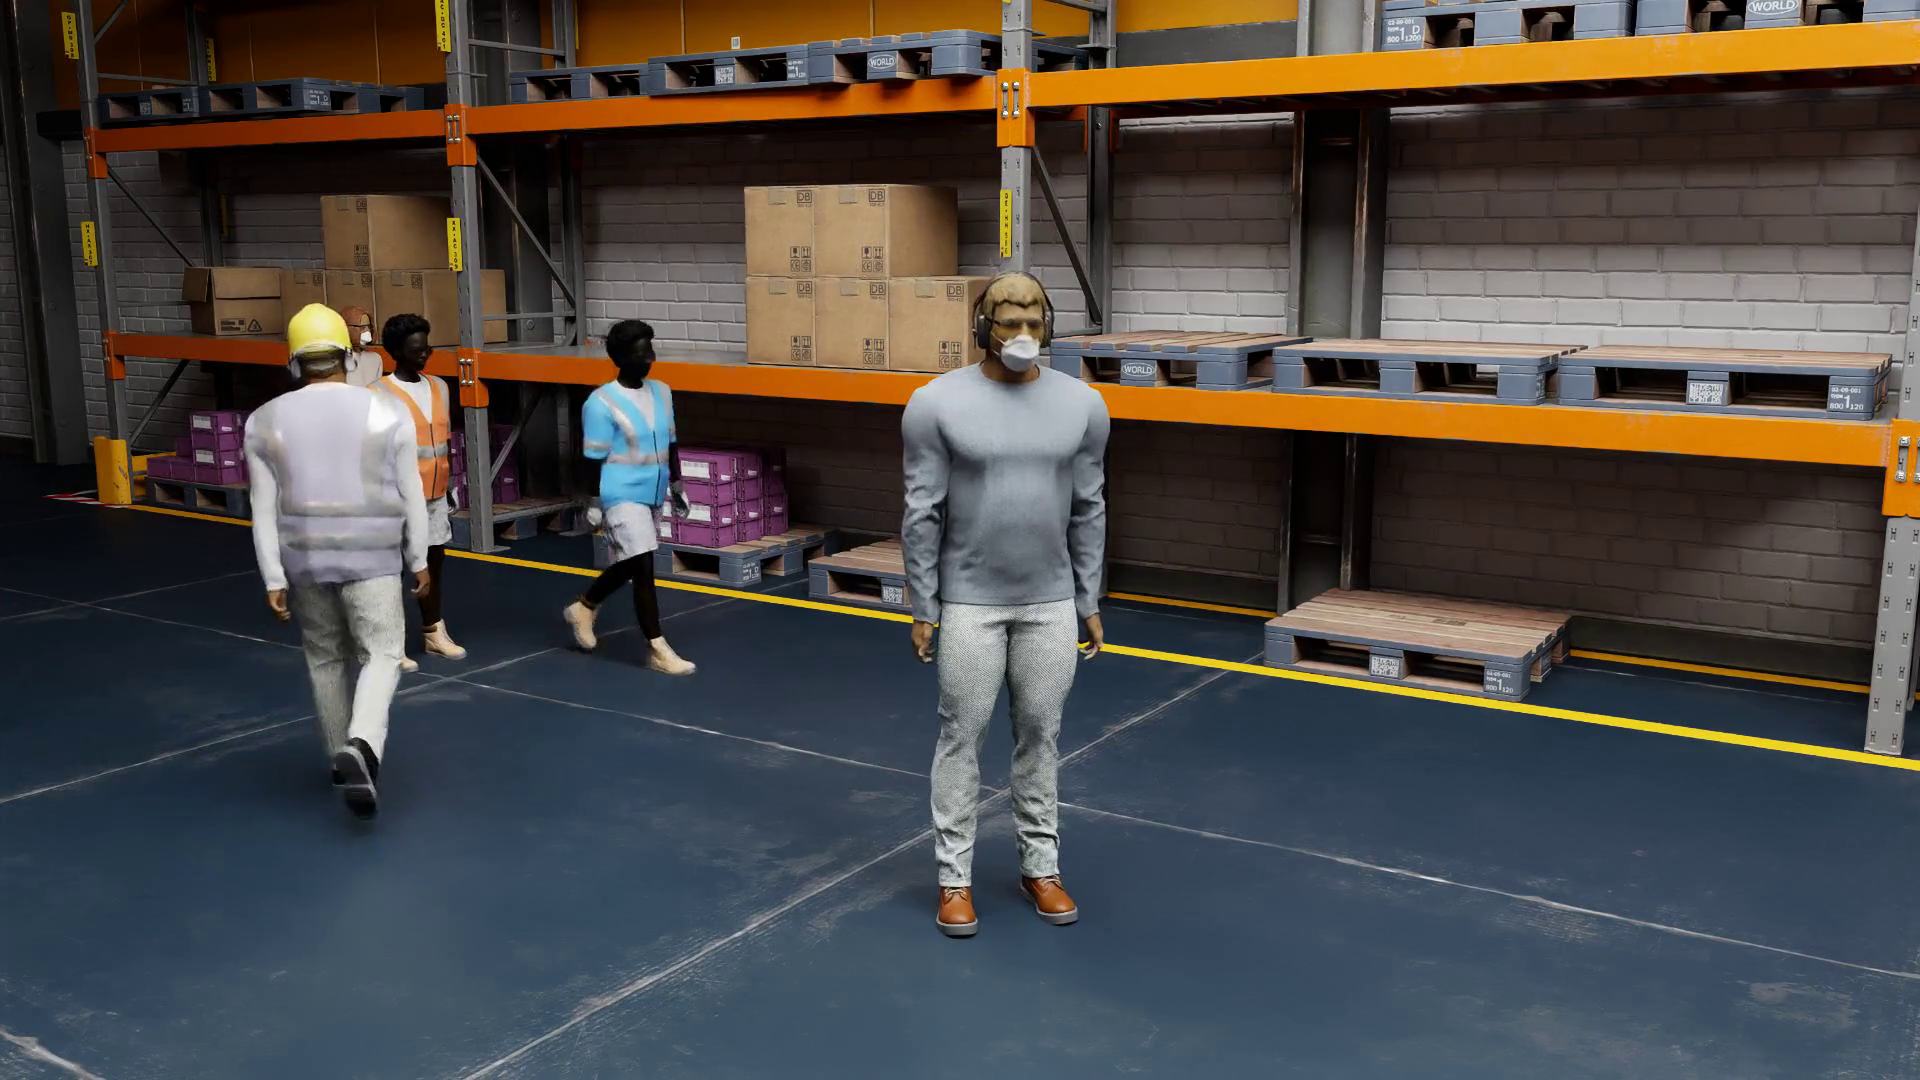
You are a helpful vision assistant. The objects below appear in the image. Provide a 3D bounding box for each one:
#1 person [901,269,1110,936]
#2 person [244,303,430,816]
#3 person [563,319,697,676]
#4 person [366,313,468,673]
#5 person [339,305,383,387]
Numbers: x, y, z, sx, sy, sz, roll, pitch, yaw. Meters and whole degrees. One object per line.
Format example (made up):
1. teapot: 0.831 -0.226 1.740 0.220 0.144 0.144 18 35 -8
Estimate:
1. person: 0.140 0.186 4.883 0.632 1.940 0.372 -3 11 -15
2. person: -2.192 0.077 5.863 0.582 1.804 0.726 -1 10 -8
3. person: -1.597 -0.214 7.851 0.792 1.669 0.532 6 12 28
4. person: -2.582 -0.221 7.842 0.320 1.687 0.533 5 11 26
5. person: -3.705 -0.622 10.229 0.277 1.629 0.496 5 11 25
